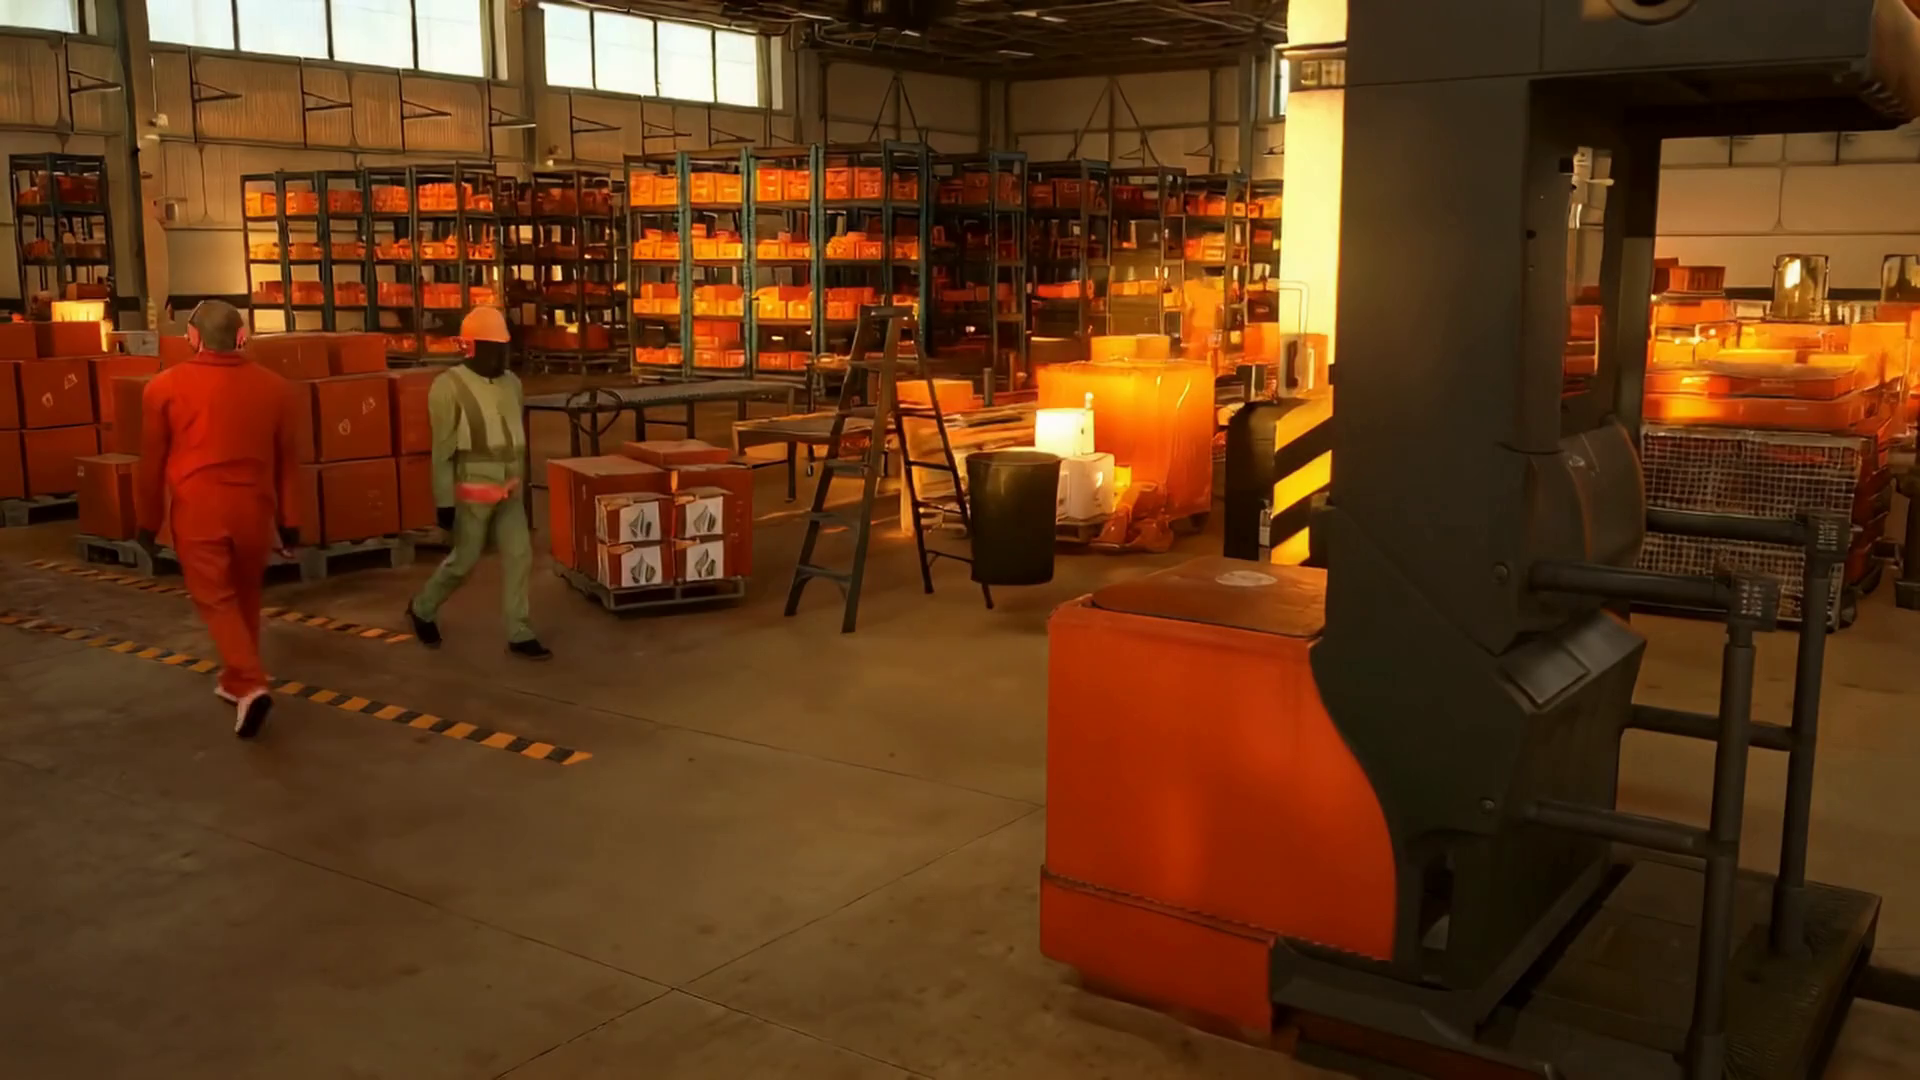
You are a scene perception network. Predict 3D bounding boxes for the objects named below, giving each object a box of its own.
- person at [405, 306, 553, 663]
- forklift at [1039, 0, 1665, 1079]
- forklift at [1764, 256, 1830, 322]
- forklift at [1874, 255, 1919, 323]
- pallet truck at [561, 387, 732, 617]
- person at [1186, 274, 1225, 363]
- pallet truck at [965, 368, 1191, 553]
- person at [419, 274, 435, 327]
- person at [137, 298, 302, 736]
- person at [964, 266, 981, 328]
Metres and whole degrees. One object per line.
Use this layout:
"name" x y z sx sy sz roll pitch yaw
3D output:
"person" -2.477 -0.282 8.428 0.796 1.810 0.602 5 11 29
"forklift" 1.249 -0.137 4.360 1.873 2.768 1.129 7 12 35
"forklift" 20.253 -5.854 40.139 1.157 1.987 2.680 7 12 35
"forklift" 22.089 -5.634 38.796 1.157 1.987 2.680 6 11 33
"pallet truck" -1.981 -0.274 10.088 0.680 1.201 1.601 -5 11 -28
"person" 4.040 -3.459 27.343 0.611 1.799 0.504 2 10 11
"pallet truck" 0.845 -0.609 11.869 1.630 1.274 0.653 7 12 35
"person" -11.545 -4.892 36.067 0.359 1.743 0.558 5 11 25
"person" -3.193 -0.116 7.246 0.931 1.870 0.640 9 13 43
"person" 0.164 -4.342 32.077 1.062 2.001 0.630 7 12 35
